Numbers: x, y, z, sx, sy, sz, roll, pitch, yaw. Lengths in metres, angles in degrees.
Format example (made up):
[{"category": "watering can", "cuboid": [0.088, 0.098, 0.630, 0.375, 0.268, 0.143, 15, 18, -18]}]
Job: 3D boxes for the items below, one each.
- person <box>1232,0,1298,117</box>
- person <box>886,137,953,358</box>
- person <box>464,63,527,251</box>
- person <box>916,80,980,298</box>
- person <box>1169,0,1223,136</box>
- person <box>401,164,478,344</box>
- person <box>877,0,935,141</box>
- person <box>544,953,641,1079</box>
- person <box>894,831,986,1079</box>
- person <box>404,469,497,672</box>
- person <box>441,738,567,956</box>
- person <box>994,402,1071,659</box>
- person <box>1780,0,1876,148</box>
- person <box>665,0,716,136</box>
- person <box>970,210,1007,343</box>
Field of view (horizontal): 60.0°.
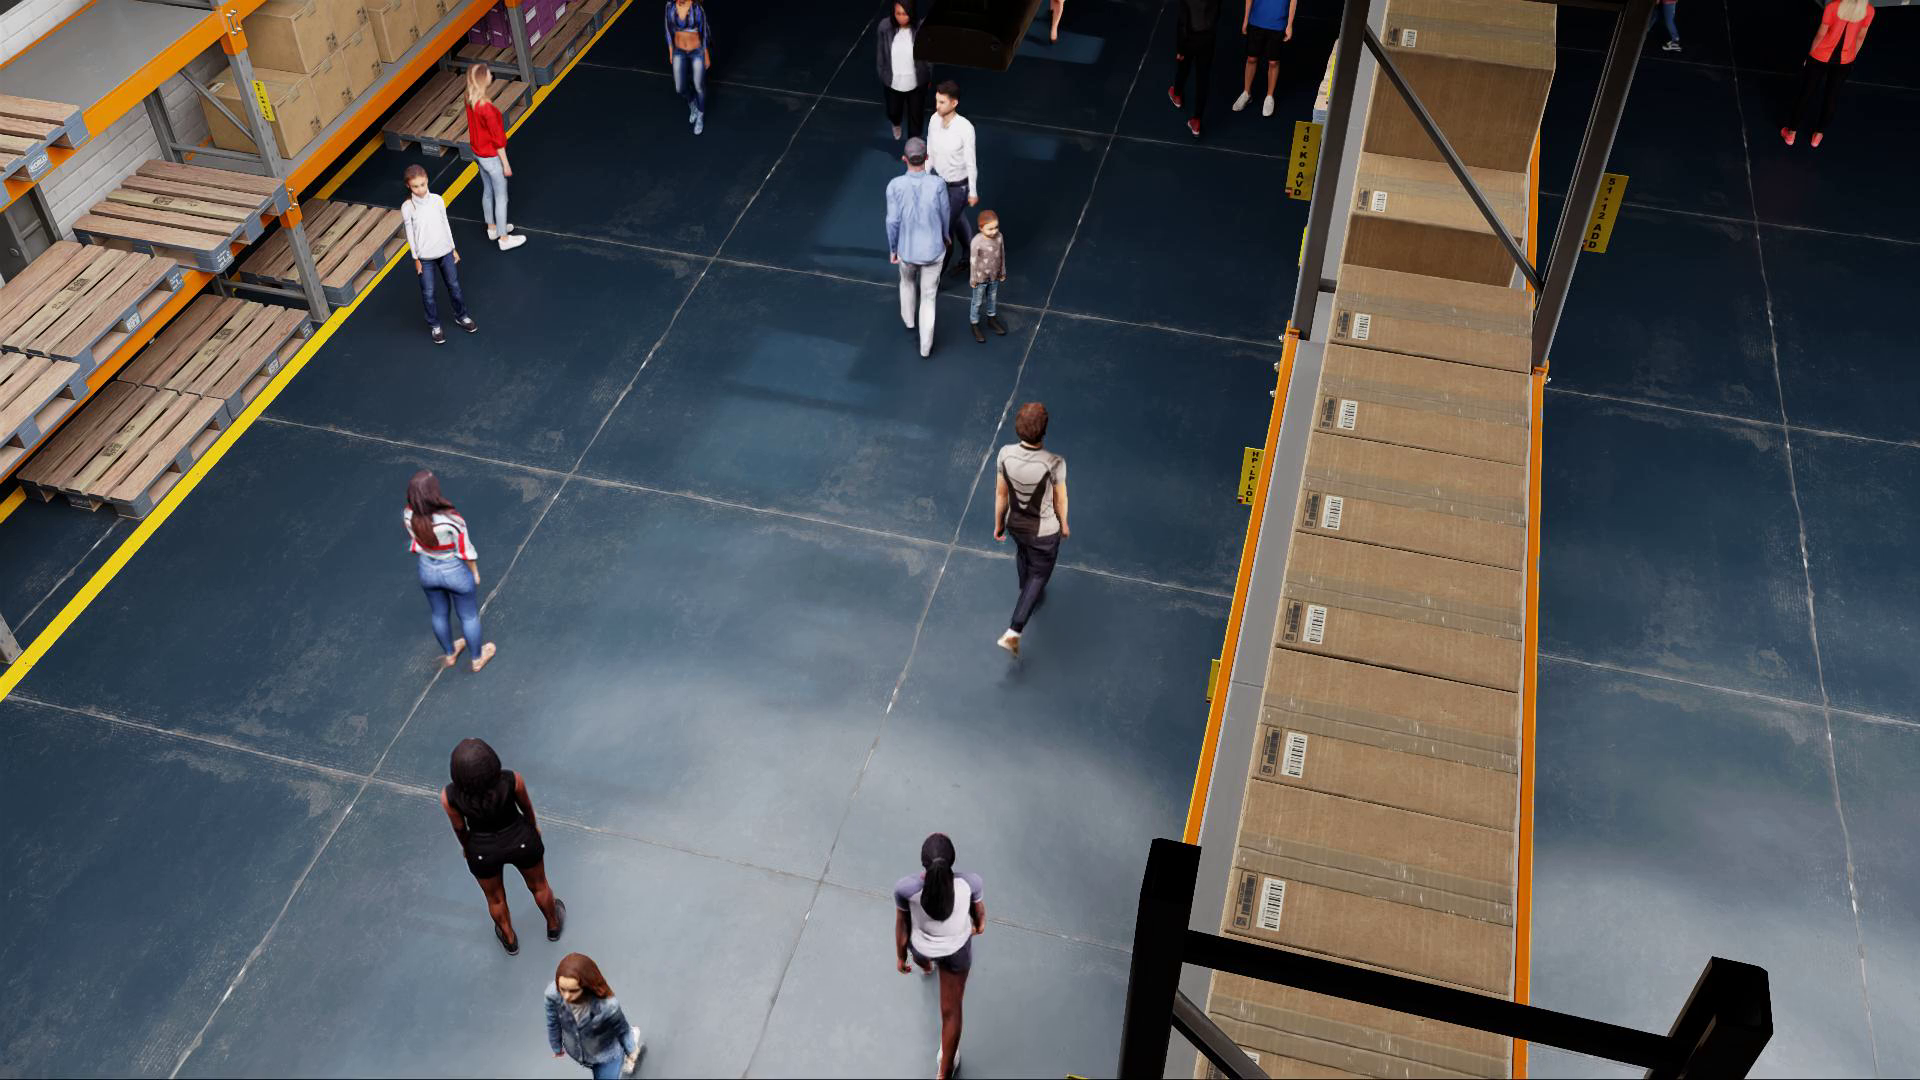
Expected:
[{"category": "person", "cuboid": [2.975, -5.002, 15.981, 0.674, 1.866, 0.605, 15, 46, 15]}, {"category": "person", "cuboid": [-0.314, -2.255, 13.099, 0.777, 1.863, 0.944, 2, 44, 2]}, {"category": "person", "cuboid": [-4.051, -3.299, 14.314, 0.723, 1.700, 0.699, -30, 51, -28]}, {"category": "person", "cuboid": [0.009, -3.010, 13.910, 1.124, 1.838, 0.964, -32, 52, -29]}, {"category": "person", "cuboid": [2.285, -4.654, 15.788, 0.831, 1.628, 1.137, -4, 44, -5]}, {"category": "person", "cuboid": [-4.244, -2.336, 13.406, 0.625, 1.558, 0.689, -24, 49, -23]}, {"category": "person", "cuboid": [-0.504, -4.362, 15.513, 0.794, 1.584, 0.880, -1, 44, -1]}, {"category": "person", "cuboid": [-1.820, 2.489, 8.418, 0.579, 1.452, 0.955, 10, 44, 10]}, {"category": "person", "cuboid": [-0.102, 2.187, 8.575, 0.855, 1.672, 1.239, -2, 44, -2]}, {"category": "person", "cuboid": [-3.315, 0.206, 10.699, 0.599, 1.611, 0.541, 6, 44, 6]}, {"category": "person", "cuboid": [-2.500, 1.665, 9.073, 0.678, 1.741, 0.702, -14, 45, -14]}, {"category": "person", "cuboid": [0.442, -0.048, 10.777, 0.794, 1.872, 1.176, 20, 47, 19]}, {"category": "person", "cuboid": [8.159, -4.497, 15.574, 0.584, 1.696, 0.517, 10, 44, 10]}, {"category": "person", "cuboid": [-2.545, -4.648, 15.794, 0.651, 1.612, 0.623, 7, 44, 7]}, {"category": "person", "cuboid": [0.211, -2.173, 13.499, 0.543, 1.193, 0.603, -21, 48, -21]}]
